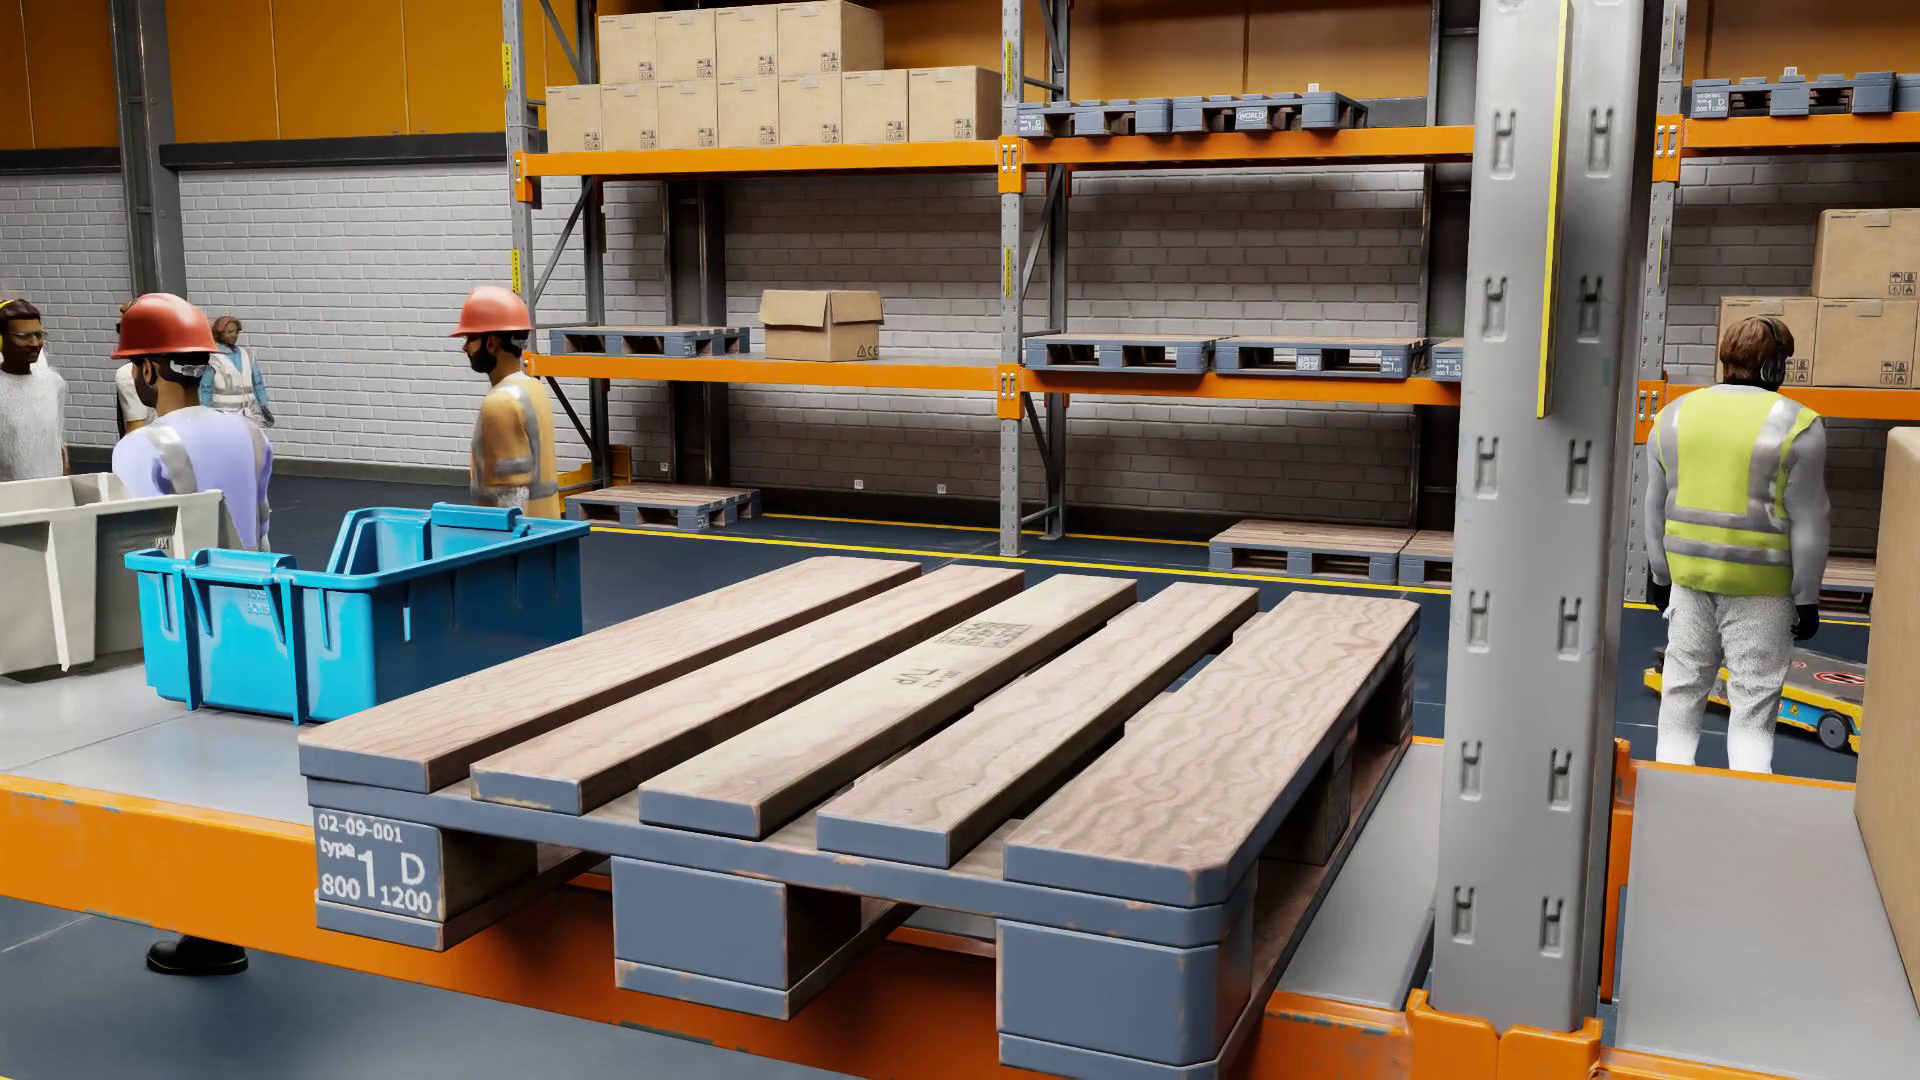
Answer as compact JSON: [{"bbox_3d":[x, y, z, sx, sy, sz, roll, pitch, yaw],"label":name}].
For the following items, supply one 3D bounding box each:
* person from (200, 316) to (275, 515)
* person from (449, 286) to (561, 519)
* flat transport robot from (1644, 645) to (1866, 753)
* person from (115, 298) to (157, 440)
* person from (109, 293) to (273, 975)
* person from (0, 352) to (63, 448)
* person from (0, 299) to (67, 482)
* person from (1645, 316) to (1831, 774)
[{"bbox_3d":[-5.892,-1.015,13.469,0.852,1.600,0.511,4,10,25],"label":"person"},{"bbox_3d":[-1.688,0.026,6.229,0.373,1.934,0.551,0,9,-3],"label":"person"},{"bbox_3d":[3.787,0.681,7.285,0.652,0.197,1.431,-4,10,-22],"label":"flat transport robot"},{"bbox_3d":[-4.104,-0.307,8.496,0.345,1.846,0.508,1,10,9],"label":"person"},{"bbox_3d":[-2.194,0.272,4.751,0.375,1.935,0.551,2,10,14],"label":"person"},{"bbox_3d":[-5.271,-0.455,9.230,0.653,1.913,0.354,-2,10,-14],"label":"person"},{"bbox_3d":[-4.090,-0.118,7.305,0.310,1.865,0.532,4,10,20],"label":"person"},{"bbox_3d":[2.696,0.149,5.780,0.429,1.841,0.634,-7,12,-35],"label":"person"}]
